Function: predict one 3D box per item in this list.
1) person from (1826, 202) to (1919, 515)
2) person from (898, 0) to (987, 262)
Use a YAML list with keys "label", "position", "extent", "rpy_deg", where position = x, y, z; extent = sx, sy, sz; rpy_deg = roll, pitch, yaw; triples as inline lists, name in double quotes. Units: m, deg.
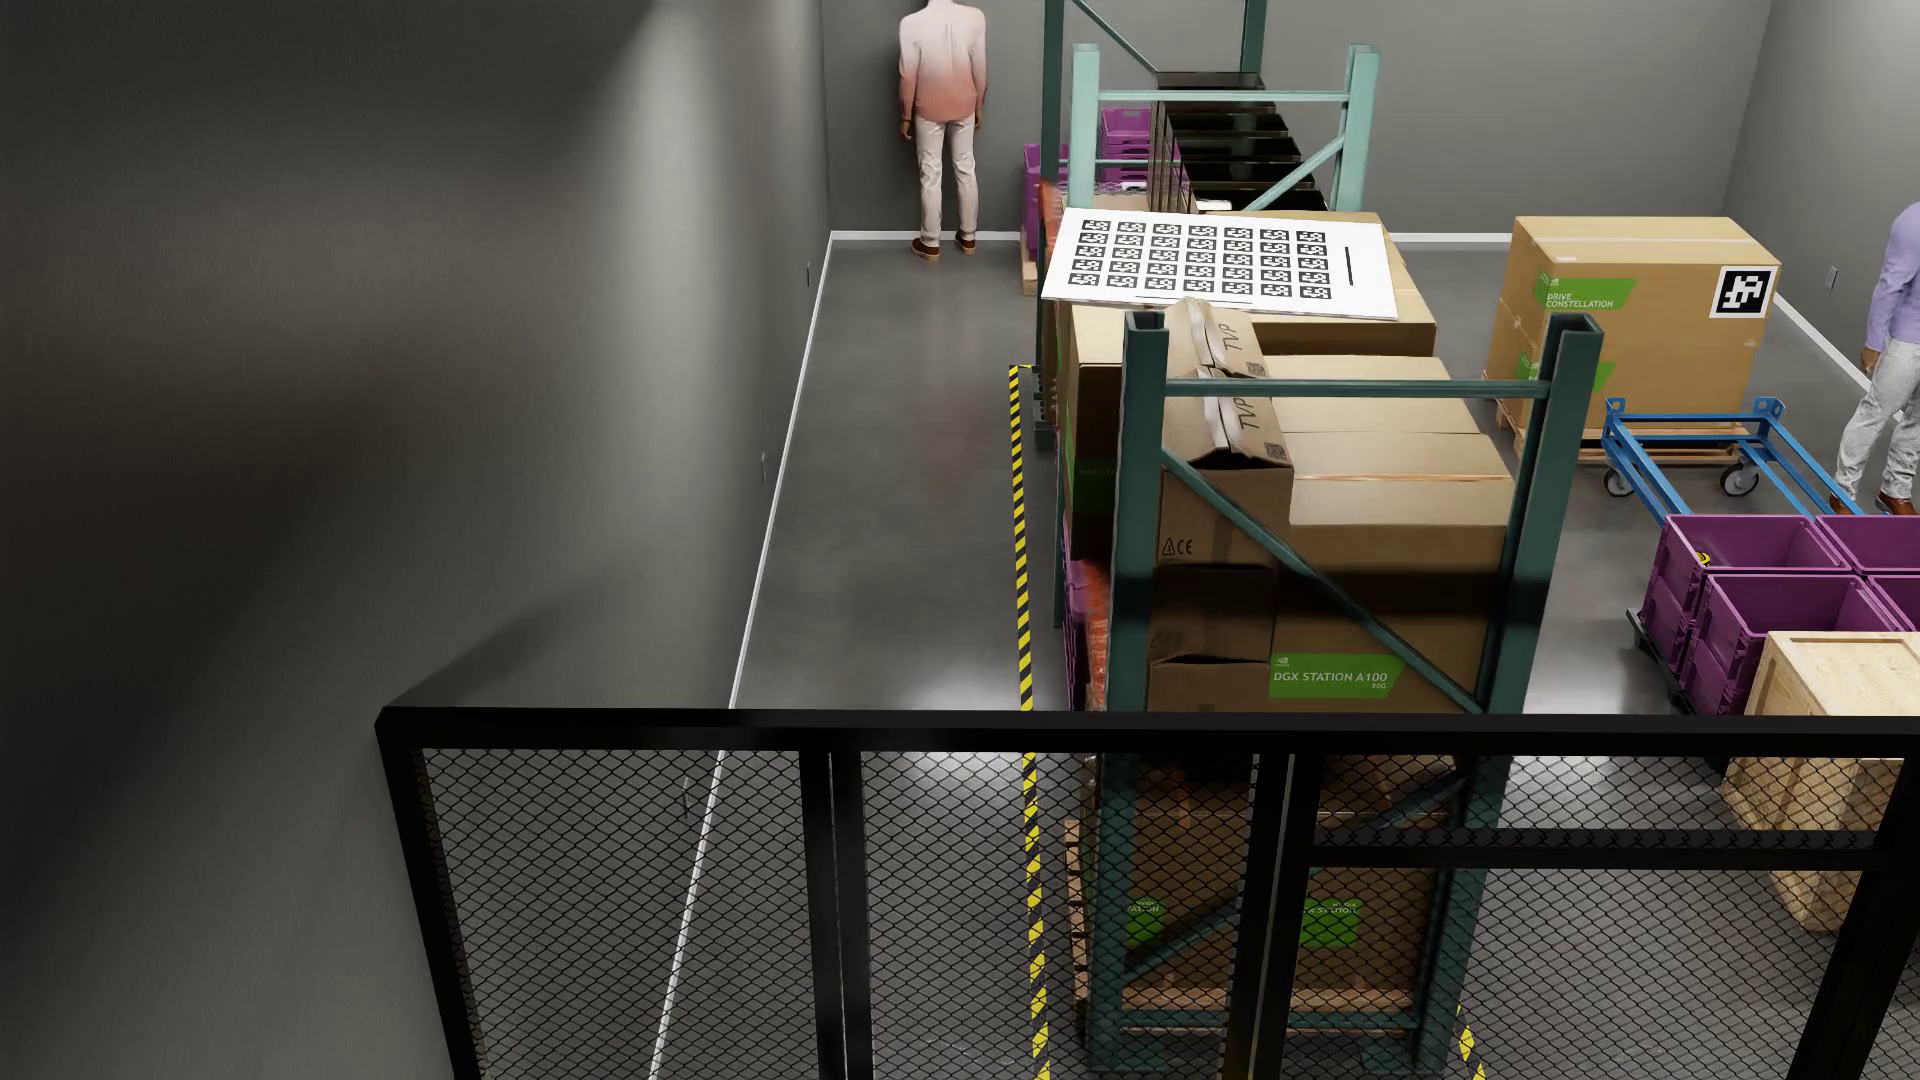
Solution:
- label: "person"
  position: [4.533, -0.938, 7.774]
  extent: [0.635, 1.937, 0.352]
  rpy_deg: [-1, 31, -2]
- label: "person"
  position: [-0.119, -2.814, 10.835]
  extent: [0.610, 1.996, 0.384]
  rpy_deg: [-12, 33, -18]
